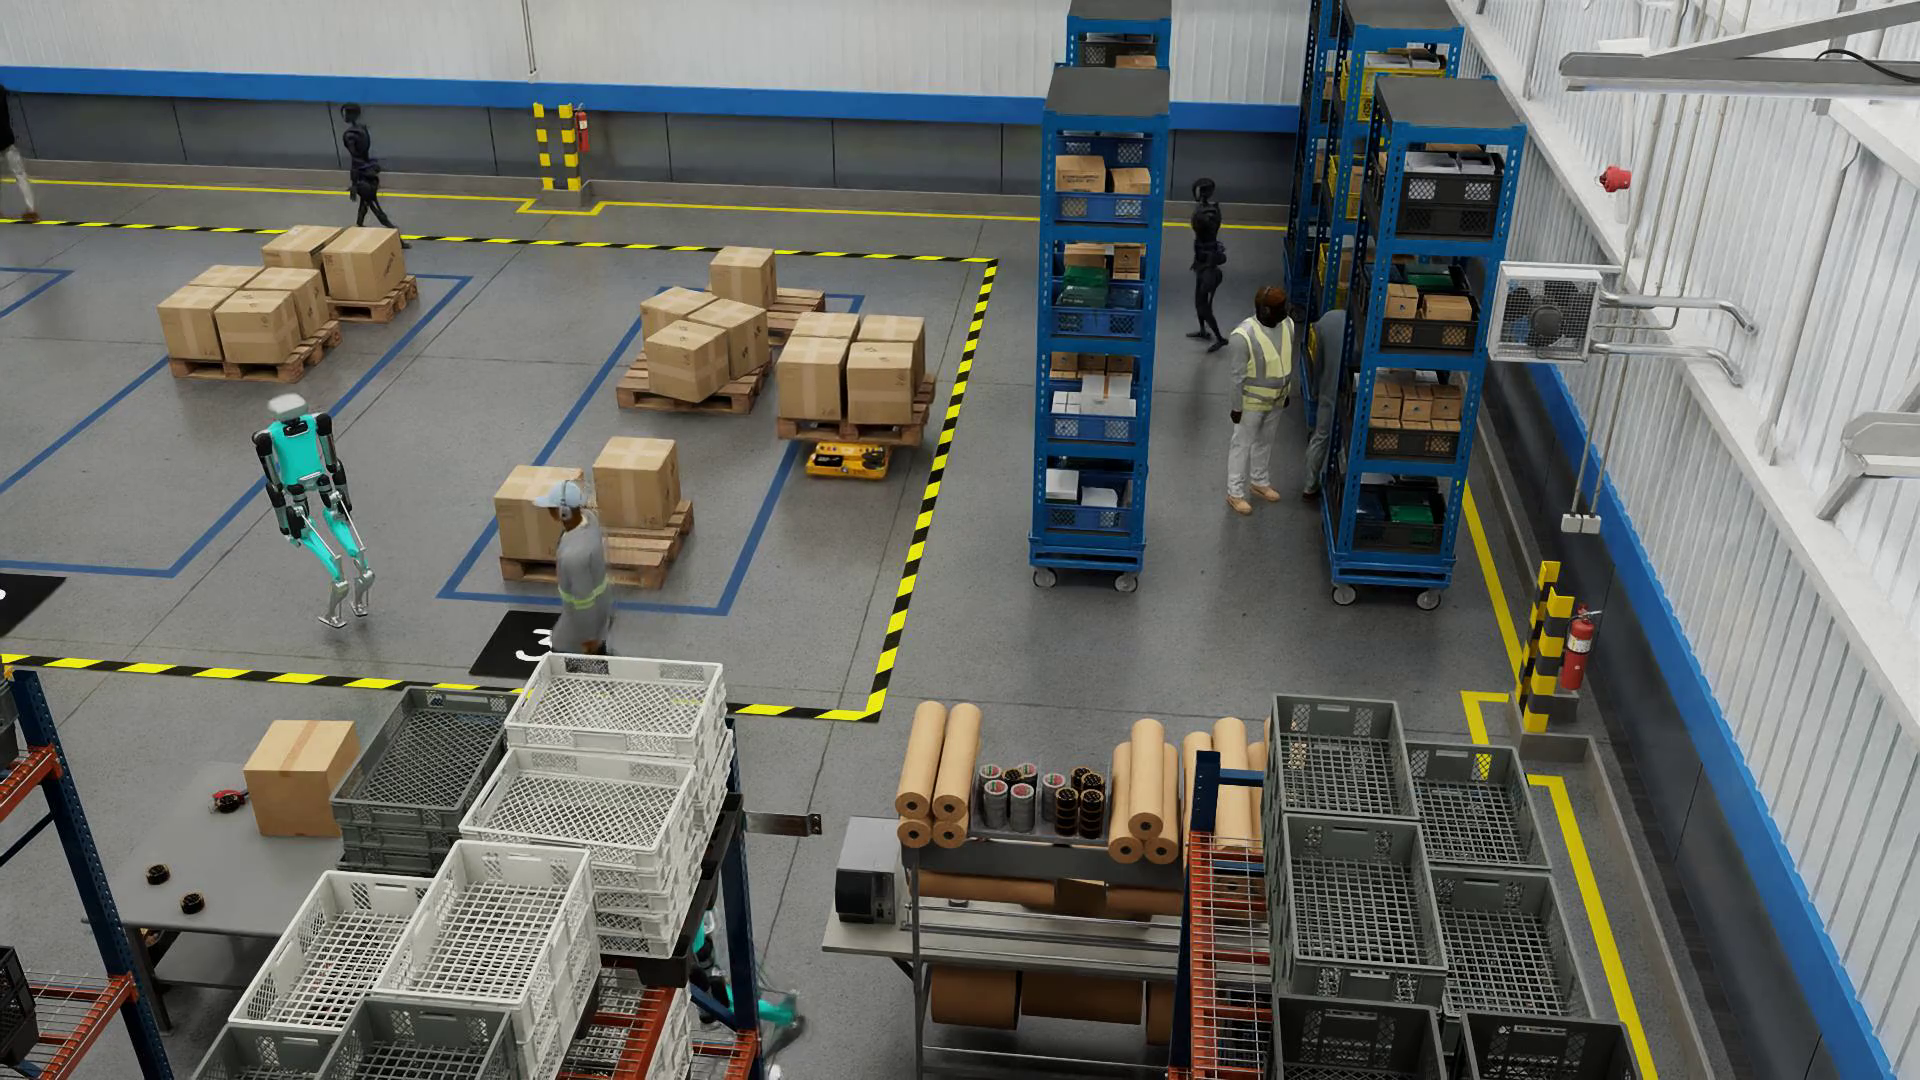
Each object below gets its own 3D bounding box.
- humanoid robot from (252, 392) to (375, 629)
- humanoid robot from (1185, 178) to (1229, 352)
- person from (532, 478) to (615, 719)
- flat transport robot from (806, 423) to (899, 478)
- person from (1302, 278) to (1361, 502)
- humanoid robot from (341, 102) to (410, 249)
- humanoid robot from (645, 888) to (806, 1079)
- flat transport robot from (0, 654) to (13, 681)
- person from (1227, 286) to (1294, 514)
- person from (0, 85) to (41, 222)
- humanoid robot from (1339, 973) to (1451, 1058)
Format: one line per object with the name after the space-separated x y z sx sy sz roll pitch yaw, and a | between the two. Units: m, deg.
-4.314 -0.141 11.319 0.533 1.681 0.735 -26 39 -37 | humanoid robot
2.370 -2.631 15.791 0.409 1.635 0.612 -5 31 -8 | humanoid robot
-2.378 0.434 10.371 0.438 1.837 0.592 1 30 2 | person
-0.869 -0.964 14.302 0.652 0.197 1.431 3 30 6 | flat transport robot
2.983 -1.116 12.953 0.384 1.928 0.641 -16 34 -25 | person
-6.490 -3.934 18.078 0.787 1.630 0.583 -2 30 -3 | humanoid robot
-1.042 2.016 7.756 0.821 1.768 0.556 -9 32 -16 | humanoid robot
-7.142 0.969 11.010 1.431 0.231 0.659 3 30 6 | flat transport robot
2.356 -1.106 13.006 0.632 1.846 0.429 -21 36 -31 | person
-11.037 -4.547 18.934 0.989 1.827 0.587 17 34 26 | person
1.881 2.341 7.263 0.610 1.628 0.592 14 33 23 | humanoid robot
